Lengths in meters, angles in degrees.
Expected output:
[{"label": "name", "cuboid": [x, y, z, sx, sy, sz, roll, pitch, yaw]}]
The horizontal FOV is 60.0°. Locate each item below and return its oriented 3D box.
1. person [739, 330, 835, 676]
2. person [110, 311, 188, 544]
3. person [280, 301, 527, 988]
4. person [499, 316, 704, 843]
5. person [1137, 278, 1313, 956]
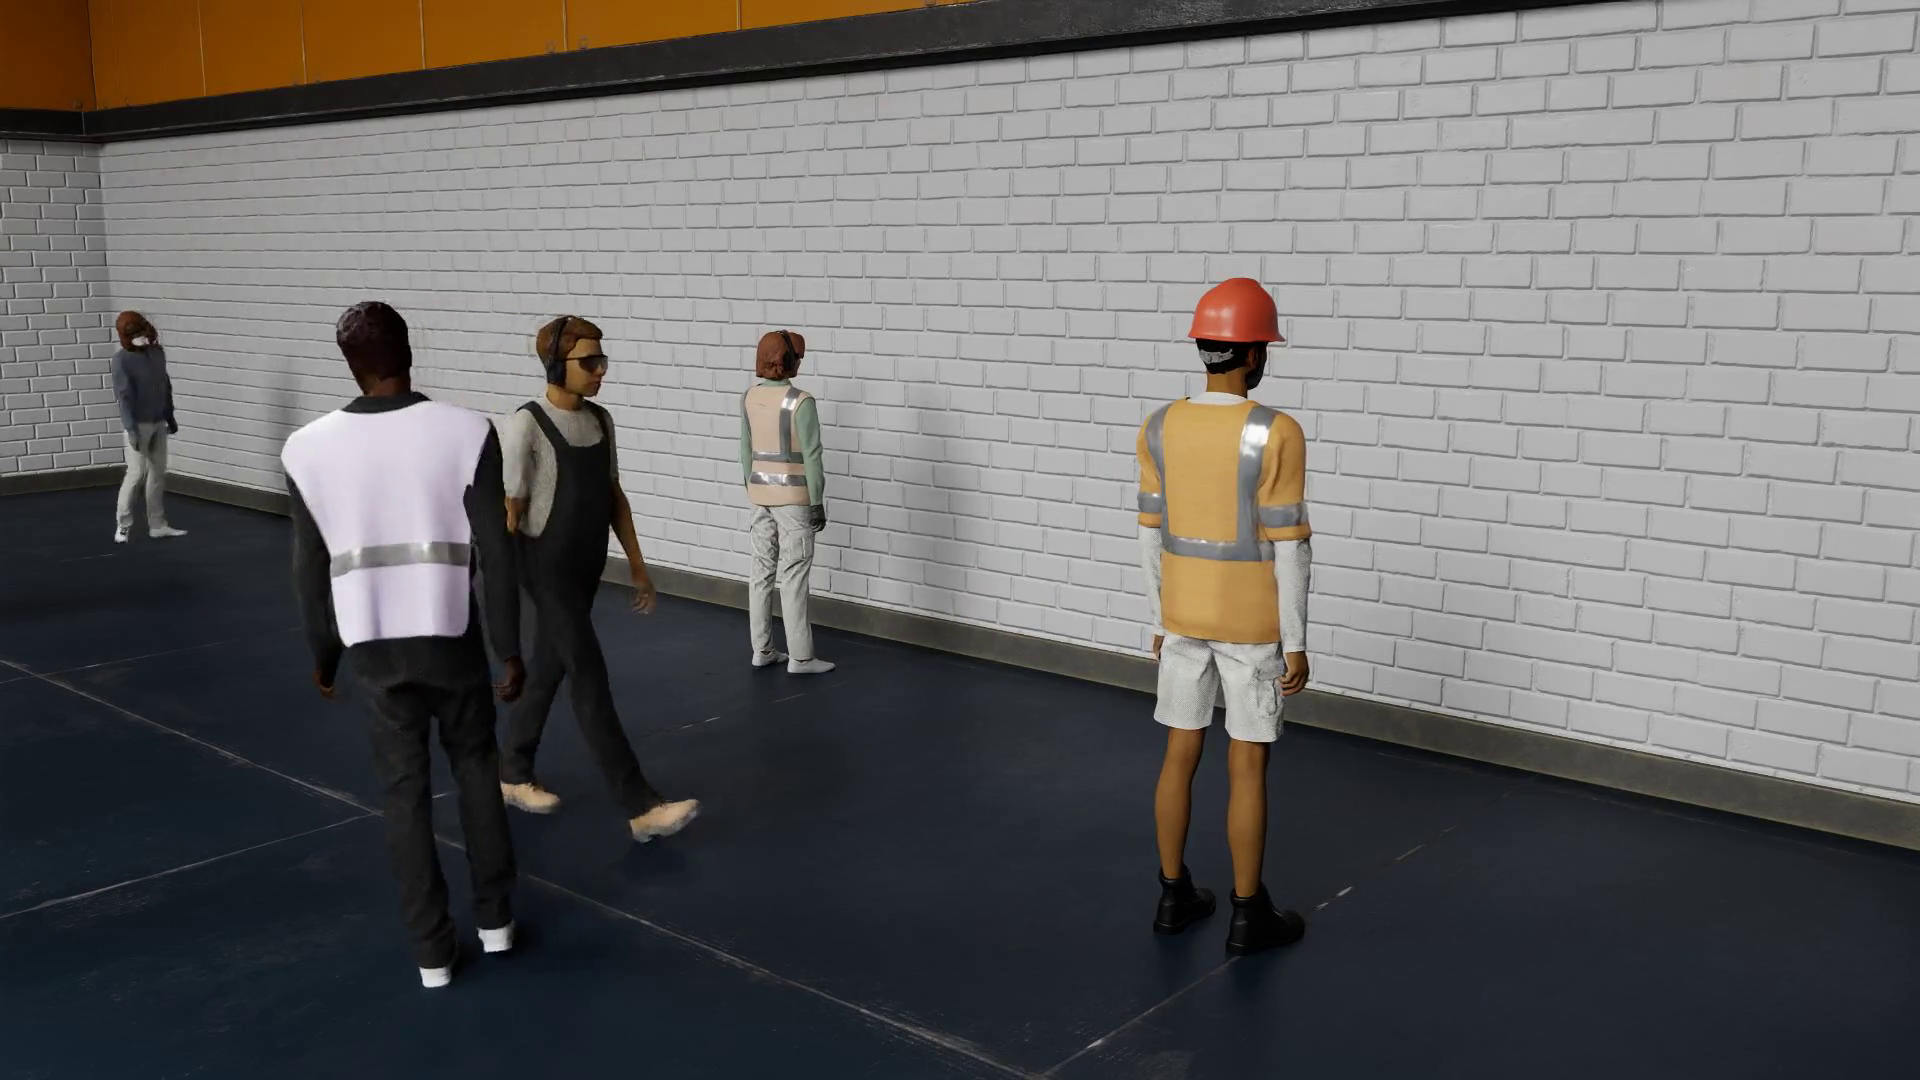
[{"label": "person", "cuboid": [-0.840, -0.172, 7.900, 0.513, 1.641, 0.307, 8, 13, 39]}, {"label": "person", "cuboid": [-5.635, -0.776, 11.474, 0.364, 1.599, 0.594, 1, 10, 8]}, {"label": "person", "cuboid": [-1.536, 0.286, 4.628, 0.629, 1.869, 0.534, -2, 10, -9]}, {"label": "person", "cuboid": [-1.310, 0.131, 5.761, 0.977, 1.792, 0.535, 4, 11, 21]}, {"label": "person", "cuboid": [0.769, 0.225, 4.795, 0.544, 1.939, 0.354, 8, 13, 39]}]
